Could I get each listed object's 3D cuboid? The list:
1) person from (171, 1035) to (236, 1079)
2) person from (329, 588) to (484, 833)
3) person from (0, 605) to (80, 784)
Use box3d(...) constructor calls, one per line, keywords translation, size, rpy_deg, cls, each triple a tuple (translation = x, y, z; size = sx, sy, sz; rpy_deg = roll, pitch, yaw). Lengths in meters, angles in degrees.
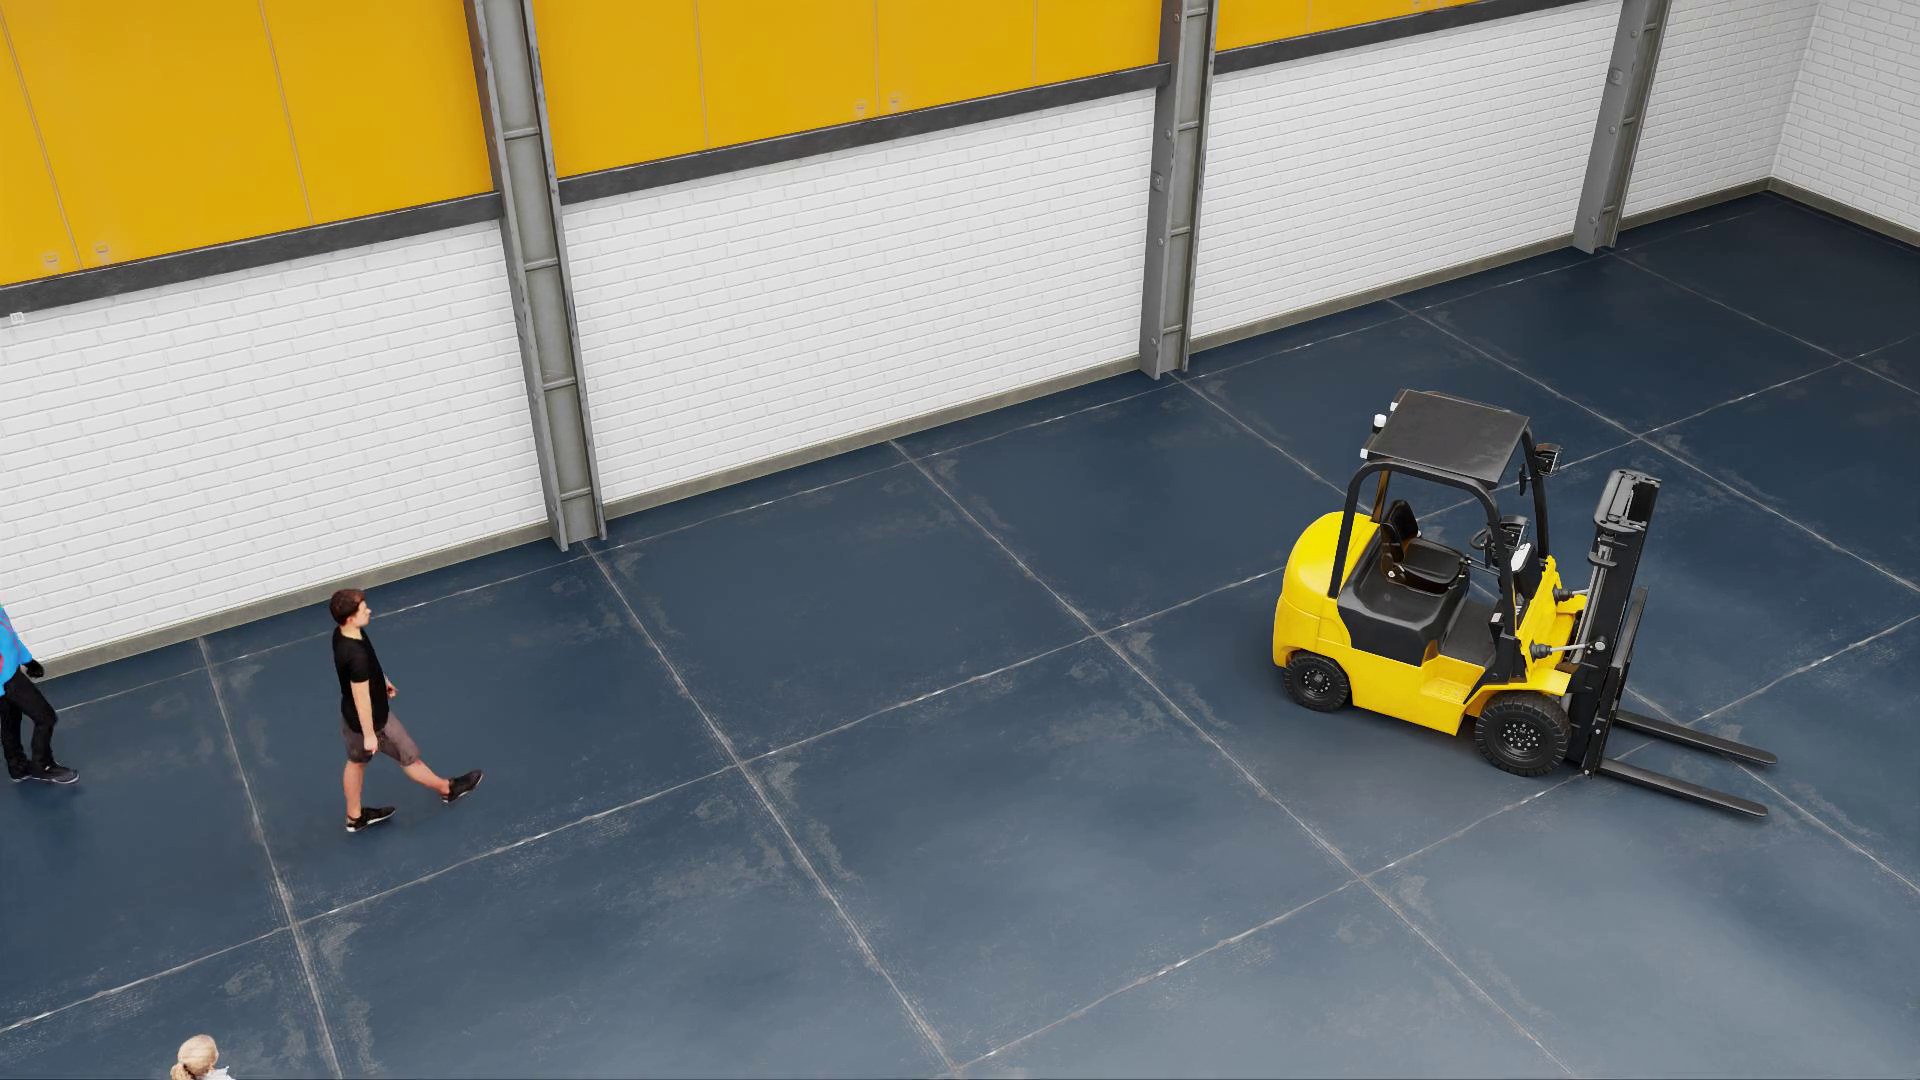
box3d(translation=(-3.702, 2.982, 8.260), size=(0.817, 1.254, 0.866), rpy_deg=(7, 34, 10), cls="person")
box3d(translation=(-3.847, 1.121, 10.546), size=(1.106, 1.824, 0.688), rpy_deg=(-17, 37, -24), cls="person")
box3d(translation=(-6.368, 0.914, 10.899), size=(0.646, 1.778, 0.617), rpy_deg=(-16, 37, -23), cls="person")
